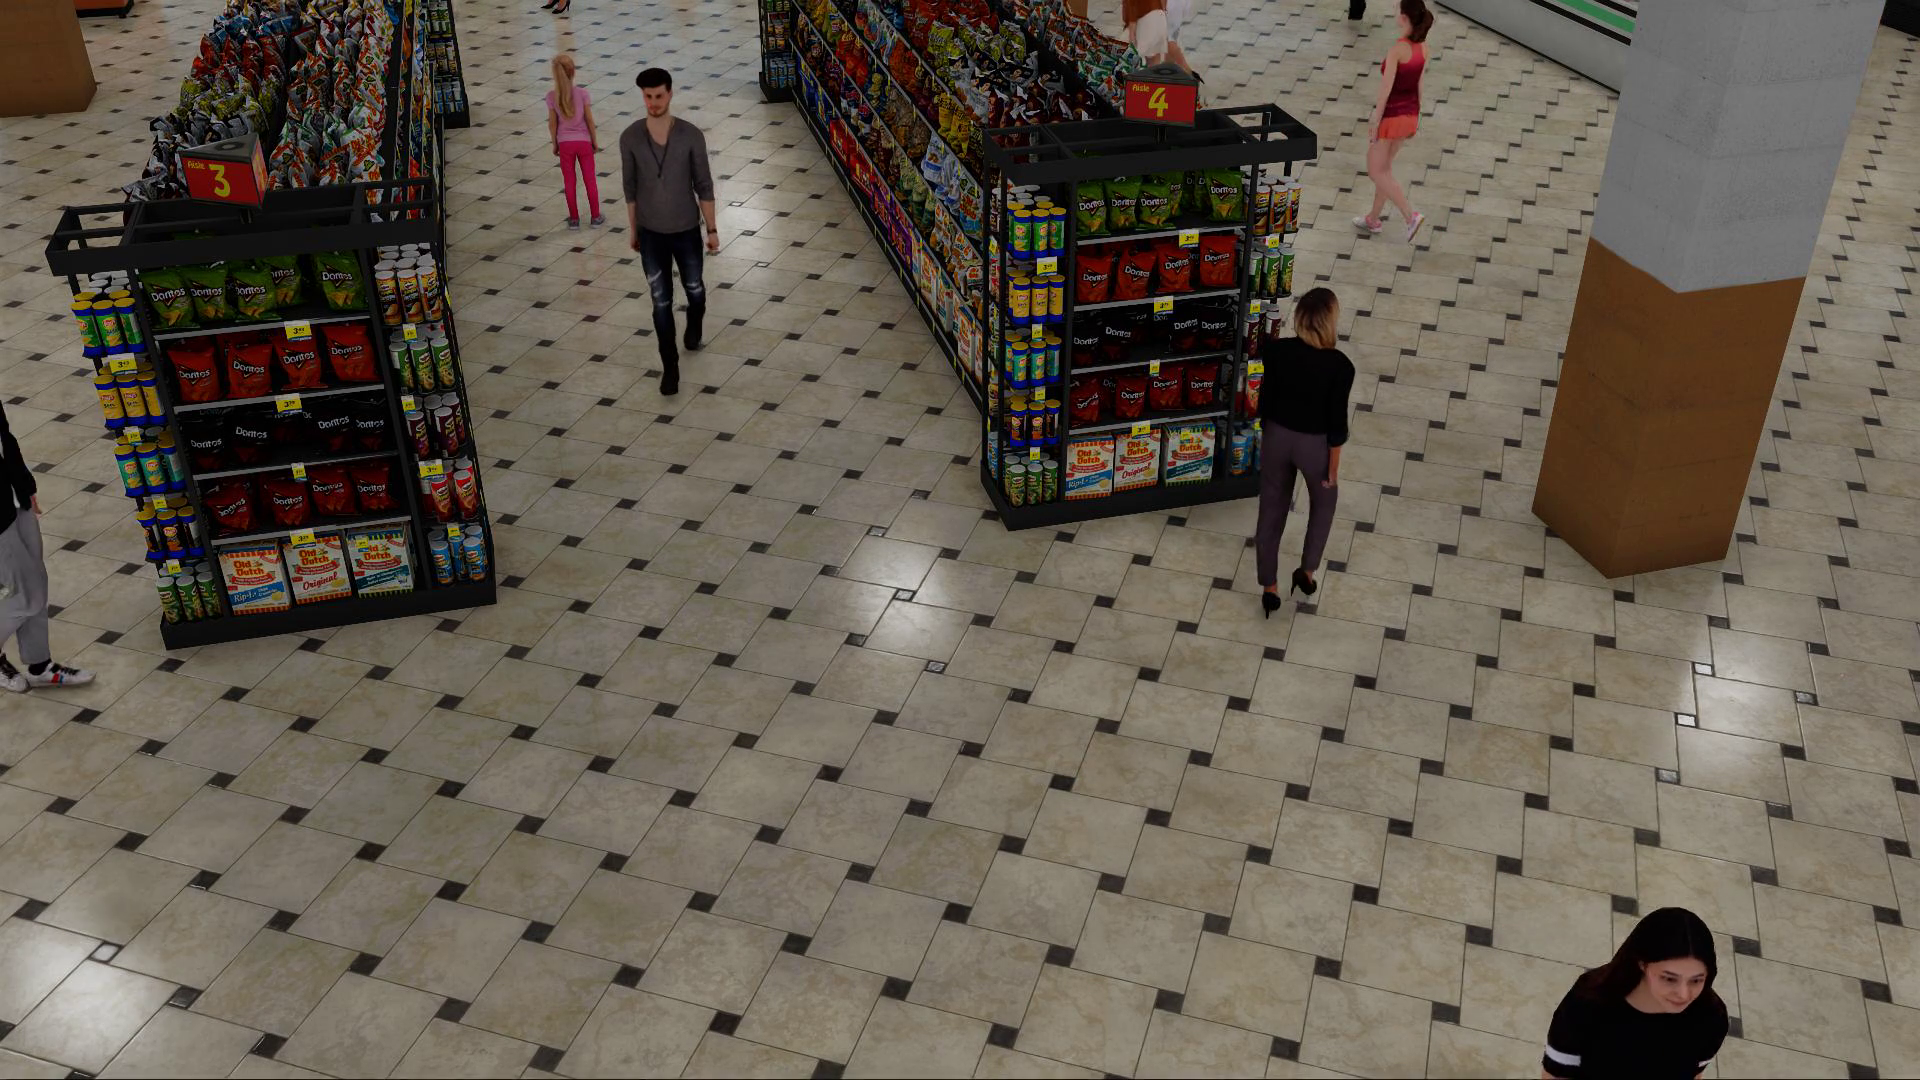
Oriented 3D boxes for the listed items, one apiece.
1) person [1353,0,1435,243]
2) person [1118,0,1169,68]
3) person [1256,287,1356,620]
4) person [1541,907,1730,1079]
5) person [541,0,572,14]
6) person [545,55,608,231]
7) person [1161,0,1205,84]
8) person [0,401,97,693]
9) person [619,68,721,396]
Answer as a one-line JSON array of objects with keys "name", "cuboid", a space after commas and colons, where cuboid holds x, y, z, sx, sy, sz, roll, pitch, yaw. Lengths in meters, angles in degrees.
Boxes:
[{"name": "person", "cuboid": [3.124, -2.929, 11.753, 0.761, 1.731, 1.042, -18, 36, -27]}, {"name": "person", "cuboid": [1.626, -4.297, 13.981, 0.744, 1.701, 0.773, -24, 39, -33]}, {"name": "person", "cuboid": [1.521, -0.344, 7.669, 0.728, 1.658, 0.783, 14, 34, 21]}, {"name": "person", "cuboid": [1.767, 1.578, 4.634, 0.889, 1.599, 1.149, 5, 32, 8]}, {"name": "person", "cuboid": [-4.301, -6.437, 17.309, 0.860, 1.818, 0.772, -20, 37, -28]}, {"name": "person", "cuboid": [-2.815, -2.904, 12.145, 0.509, 1.275, 0.532, -4, 32, -6]}, {"name": "person", "cuboid": [1.959, -4.771, 14.708, 0.986, 1.737, 0.856, 25, 40, 34]}, {"name": "person", "cuboid": [-4.233, -0.147, 7.083, 0.871, 1.943, 0.768, 0, 32, 0]}, {"name": "person", "cuboid": [-1.715, -1.883, 9.936, 0.844, 1.875, 1.237, -3, 32, -4]}]
